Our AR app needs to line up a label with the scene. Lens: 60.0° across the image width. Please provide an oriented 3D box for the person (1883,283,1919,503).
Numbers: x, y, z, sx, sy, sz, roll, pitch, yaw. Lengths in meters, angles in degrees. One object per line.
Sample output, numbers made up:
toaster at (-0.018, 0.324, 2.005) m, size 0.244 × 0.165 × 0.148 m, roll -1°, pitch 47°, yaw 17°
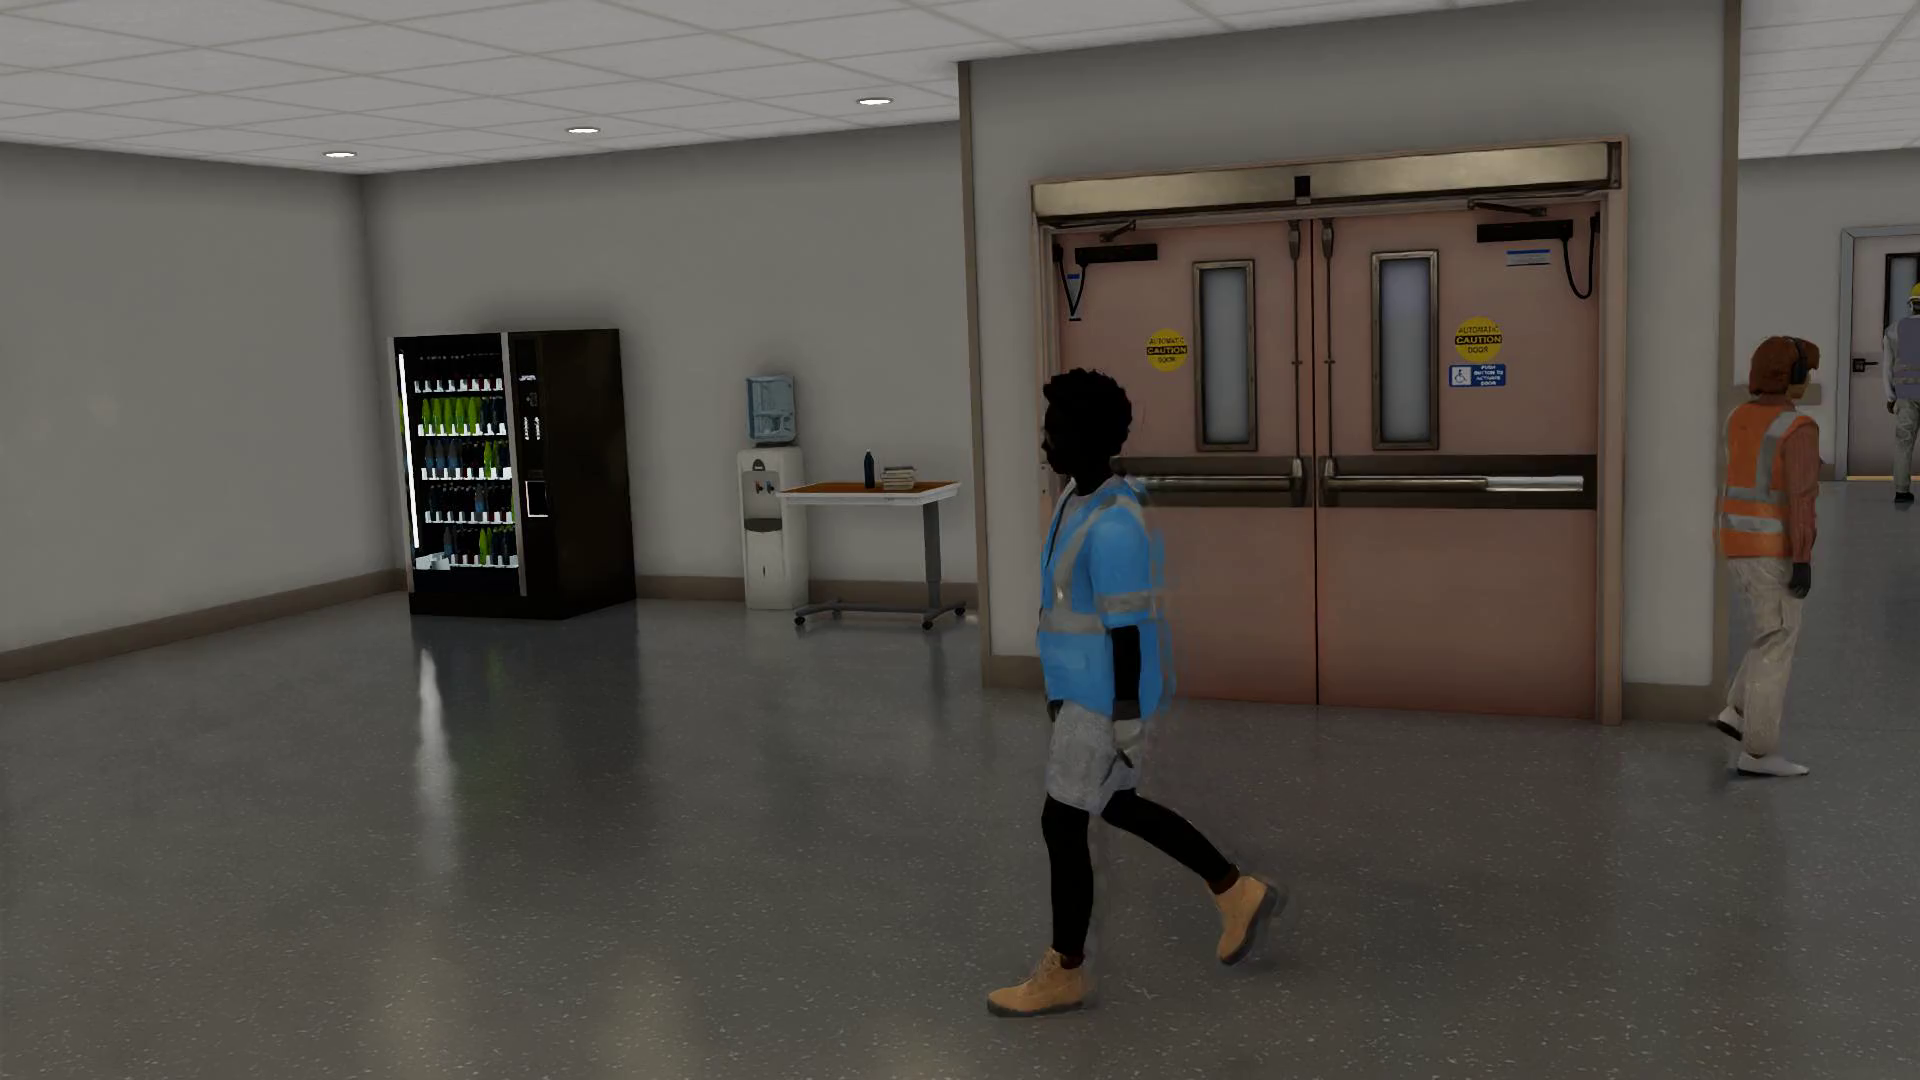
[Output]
person at (7.871, -1.202, 13.585) m, size 0.403 × 1.834 × 0.588 m, roll -8°, pitch 9°, yaw -36°

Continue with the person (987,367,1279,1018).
person at (0.440, 0.383, 4.309) m, size 0.750 × 1.669 × 0.536 m, roll -3°, pitch 7°, yaw -2°

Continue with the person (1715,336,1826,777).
person at (3.026, 0.058, 6.203) m, size 0.433 × 1.619 × 0.537 m, roll -3°, pitch 7°, yaw -4°
